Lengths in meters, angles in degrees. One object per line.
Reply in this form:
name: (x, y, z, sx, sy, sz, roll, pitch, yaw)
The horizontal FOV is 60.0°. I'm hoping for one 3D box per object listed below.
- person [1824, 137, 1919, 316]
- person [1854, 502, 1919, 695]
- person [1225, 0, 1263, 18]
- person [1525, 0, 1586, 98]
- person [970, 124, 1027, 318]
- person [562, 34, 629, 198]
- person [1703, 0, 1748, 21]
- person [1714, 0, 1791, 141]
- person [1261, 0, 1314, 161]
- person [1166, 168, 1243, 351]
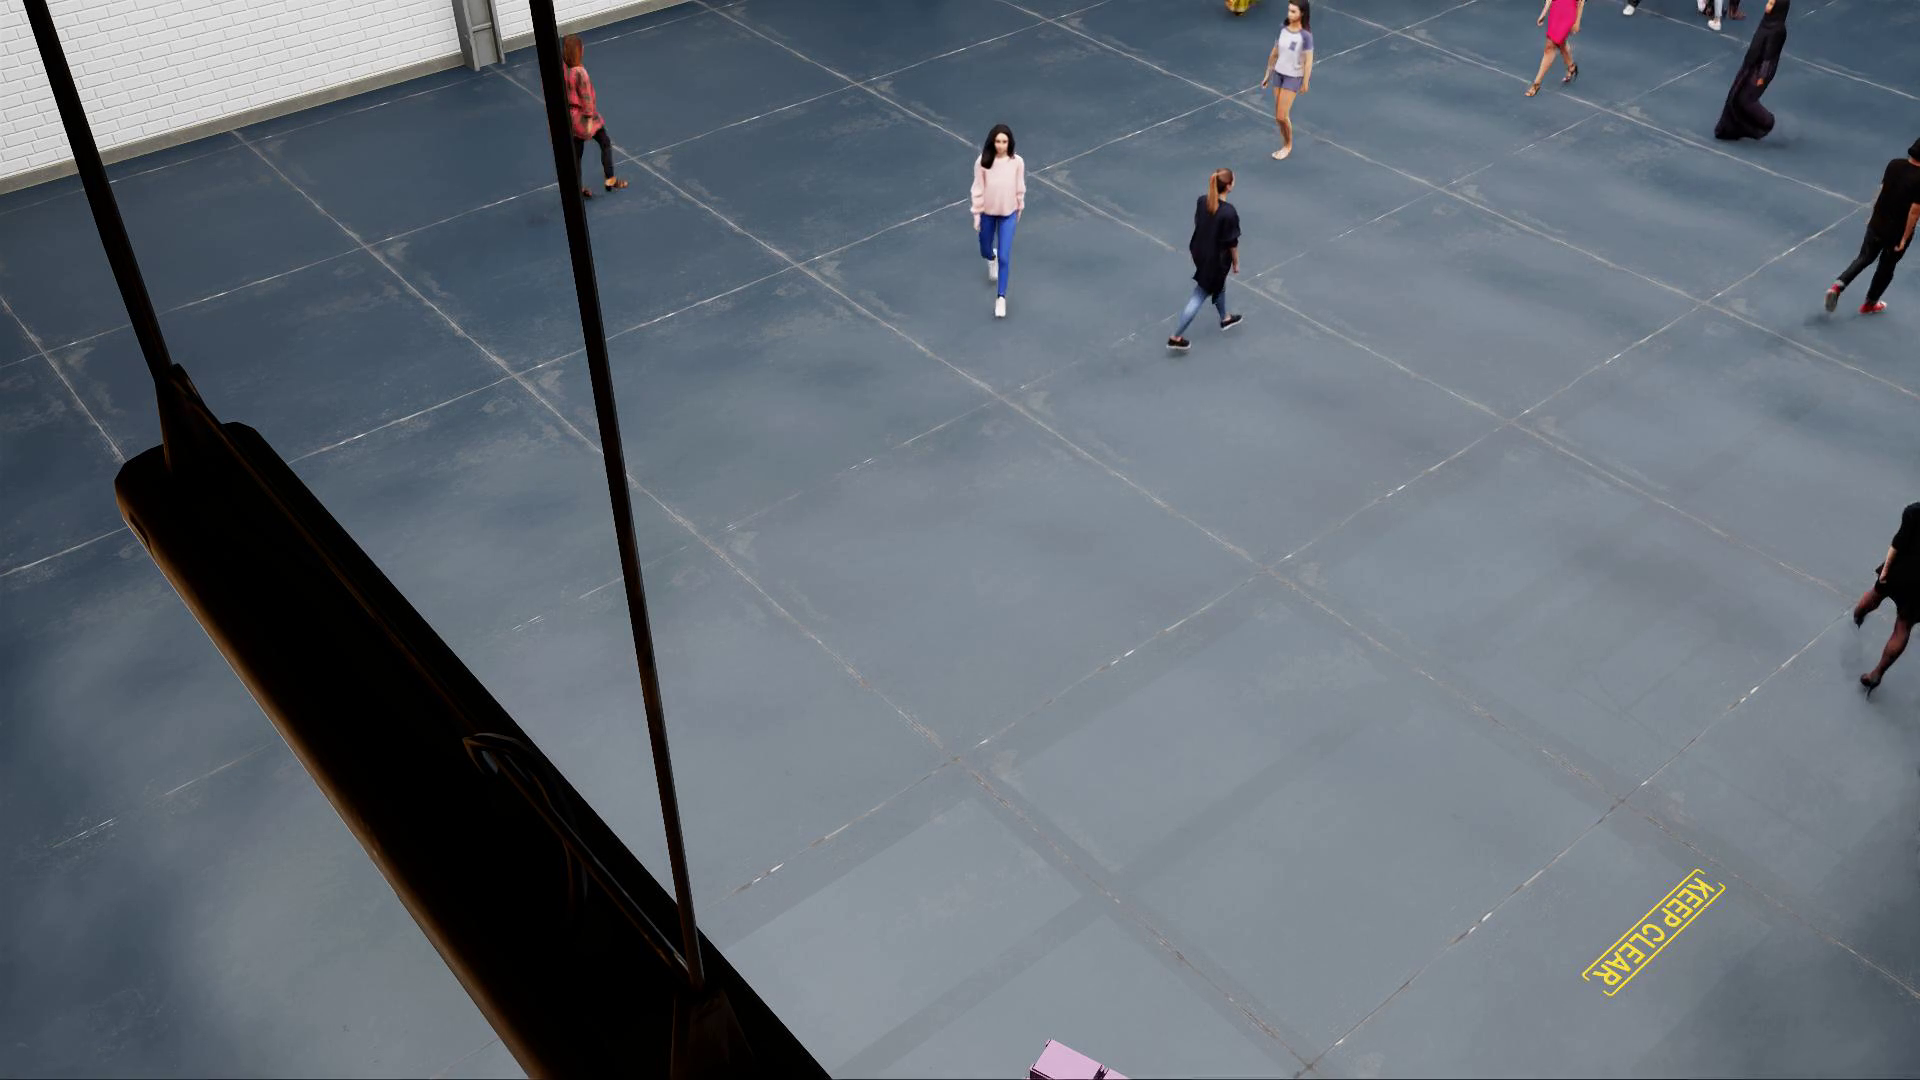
person: (8.116, -2.732, 14.620, 1.010, 1.744, 0.771, -16, 41, -20)
person: (6.264, 0.312, 10.881, 0.907, 1.653, 1.157, 13, 41, 16)
person: (3.556, -7.293, 20.408, 1.055, 1.649, 1.149, 11, 40, 14)
person: (6.778, -5.819, 18.536, 1.108, 1.682, 0.751, -17, 42, -20)
person: (0.334, -2.924, 14.859, 1.064, 1.747, 1.124, 2, 39, 3)
person: (-3.804, -4.133, 16.423, 0.681, 1.683, 0.820, 28, 46, 30)
person: (9.422, -7.276, 20.252, 0.942, 1.817, 0.886, 2, 39, 2)
person: (8.480, -4.962, 17.520, 0.918, 1.611, 0.856, 3, 39, 3)
person: (3.448, -4.788, 17.214, 0.587, 1.721, 0.597, -26, 45, -28)
person: (2.085, -2.356, 14.236, 1.147, 1.636, 0.721, -22, 43, -25)
